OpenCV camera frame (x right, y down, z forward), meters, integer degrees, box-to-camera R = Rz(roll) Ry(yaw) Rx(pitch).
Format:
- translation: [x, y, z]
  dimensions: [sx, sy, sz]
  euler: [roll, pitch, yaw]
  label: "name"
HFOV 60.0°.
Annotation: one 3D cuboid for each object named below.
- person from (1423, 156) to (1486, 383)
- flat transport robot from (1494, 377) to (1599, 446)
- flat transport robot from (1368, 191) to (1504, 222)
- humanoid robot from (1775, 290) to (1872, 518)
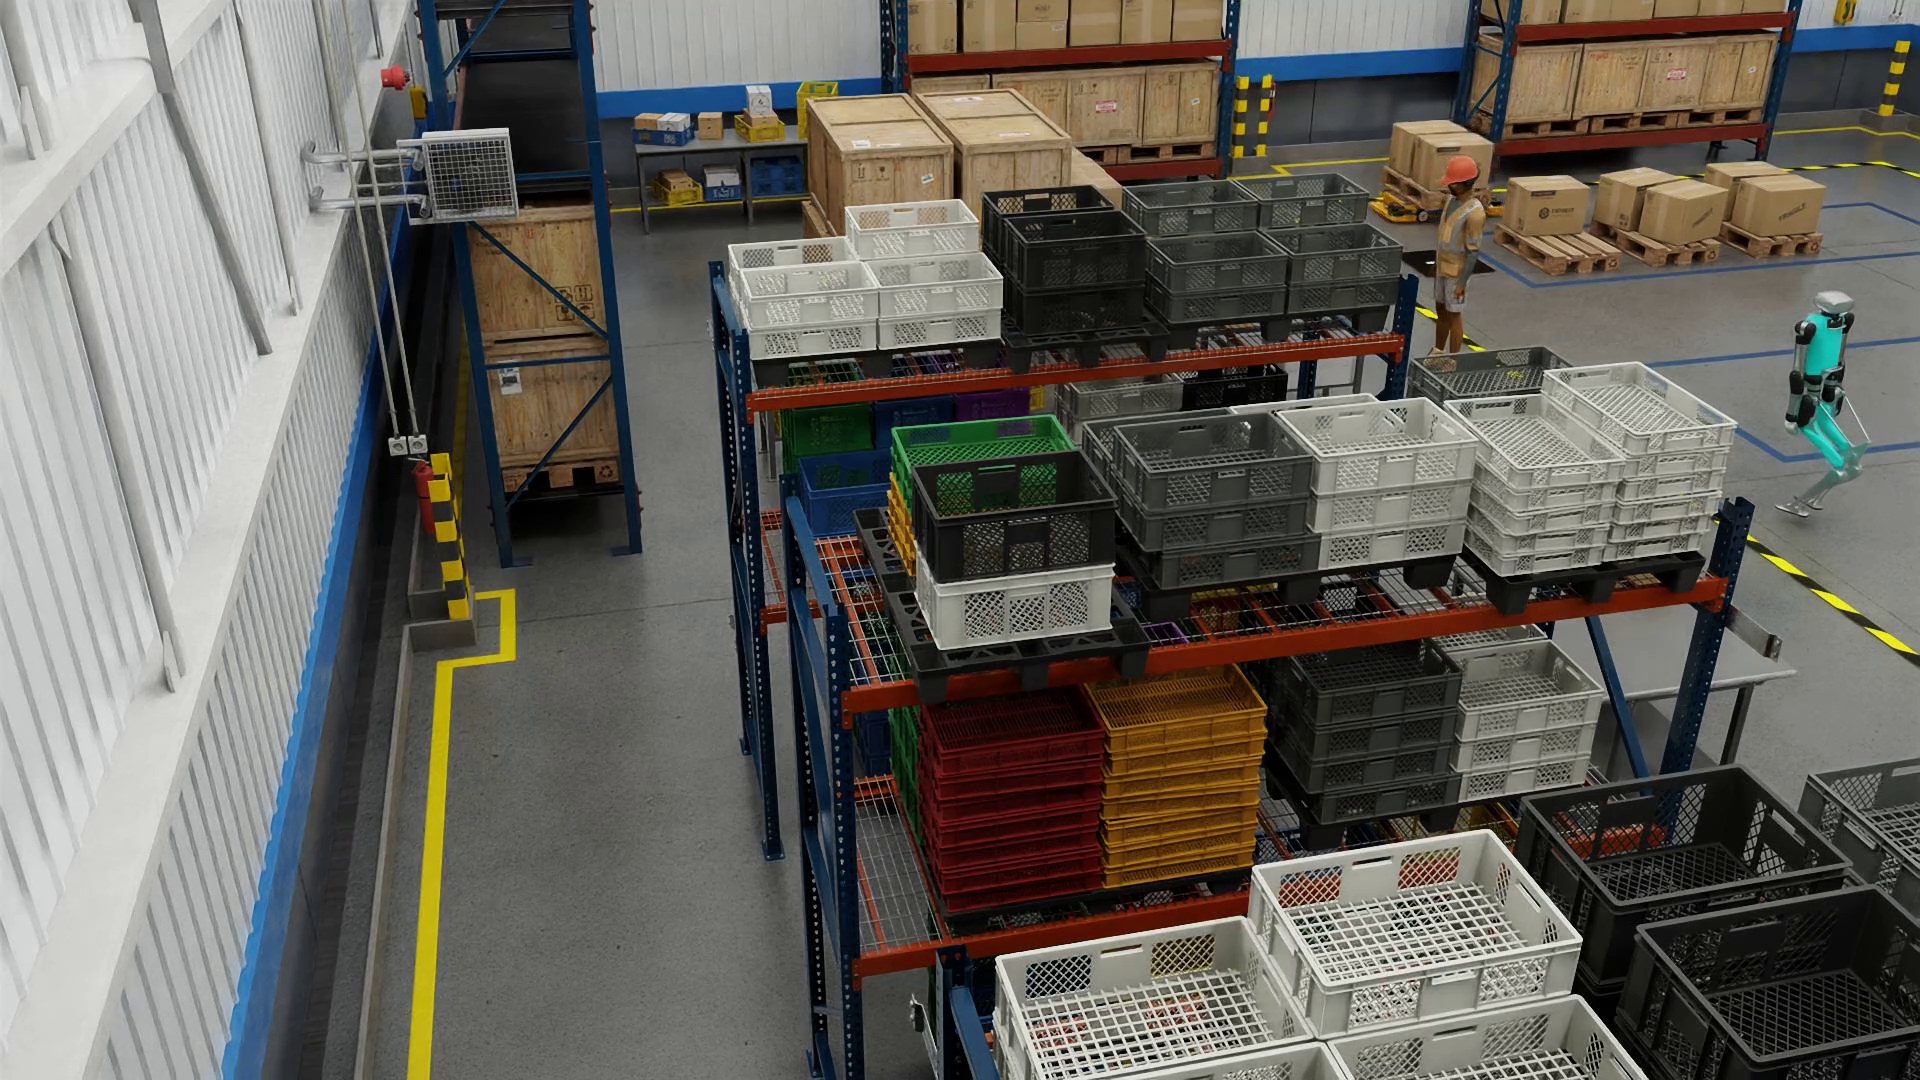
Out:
- translation: [4.323, -2.385, 14.681]
  dimensions: [0.387, 2.034, 0.605]
  euler: [-4, 28, -8]
  label: "person"
- translation: [4.780, -1.036, 14.013]
  dimensions: [0.659, 0.231, 1.431]
  euler: [-6, 28, -12]
  label: "flat transport robot"
- translation: [5.593, -3.965, 19.540]
  dimensions: [1.431, 0.197, 0.652]
  euler: [-6, 28, -12]
  label: "flat transport robot"
- translation: [6.371, -0.935, 12.102]
  dimensions: [0.533, 1.677, 0.735]
  euler: [-14, 31, -25]
  label: "humanoid robot"
